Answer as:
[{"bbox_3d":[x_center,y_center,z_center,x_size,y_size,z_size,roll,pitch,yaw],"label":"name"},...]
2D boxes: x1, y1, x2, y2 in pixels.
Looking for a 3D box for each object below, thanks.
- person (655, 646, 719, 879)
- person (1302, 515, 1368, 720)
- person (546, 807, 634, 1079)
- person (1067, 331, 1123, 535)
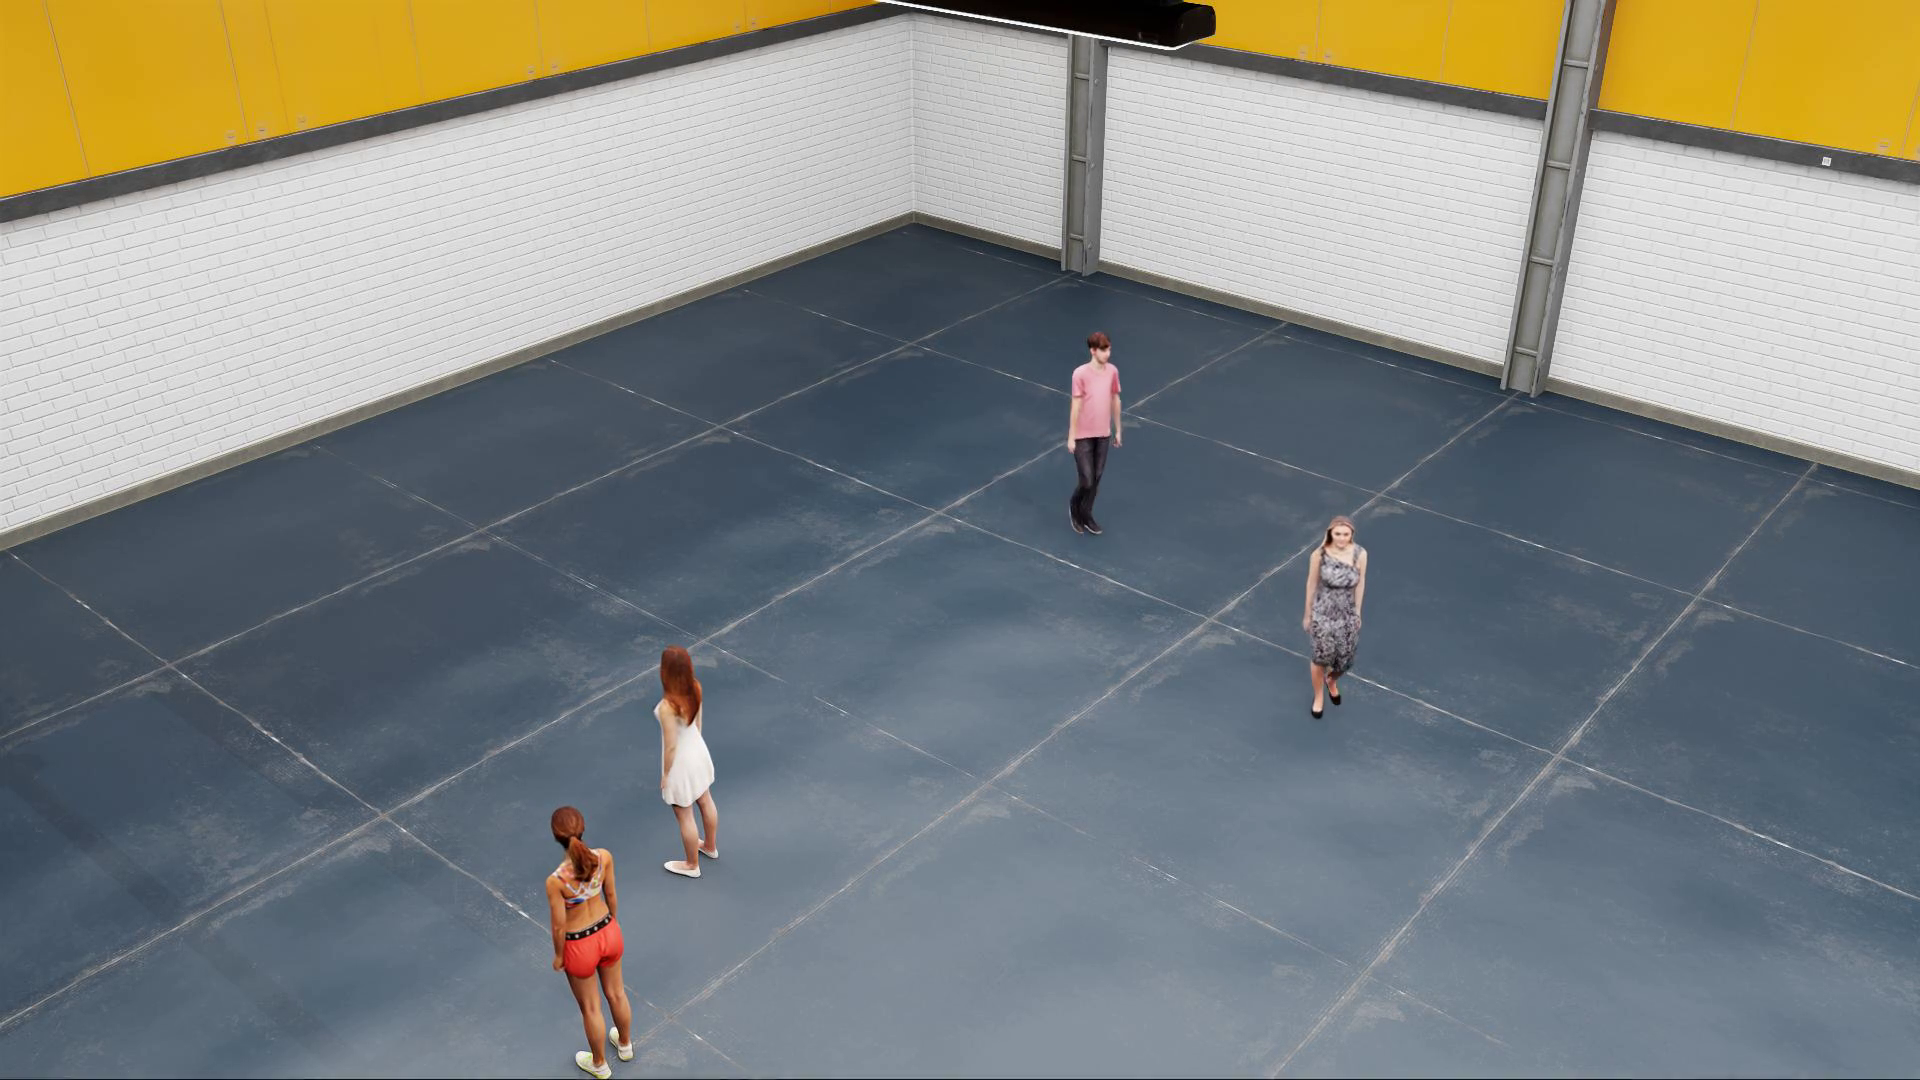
[{"bbox_3d":[-1.770,1.418,10.747,0.591,1.712,0.601,14,32,24],"label":"person"},{"bbox_3d":[2.772,0.531,12.396,0.730,1.689,0.796,2,29,4],"label":"person"},{"bbox_3d":[-2.037,2.231,9.178,0.600,1.787,0.573,-24,37,-36],"label":"person"},{"bbox_3d":[1.122,-0.974,14.889,0.742,1.944,0.745,-16,32,-26],"label":"person"}]
